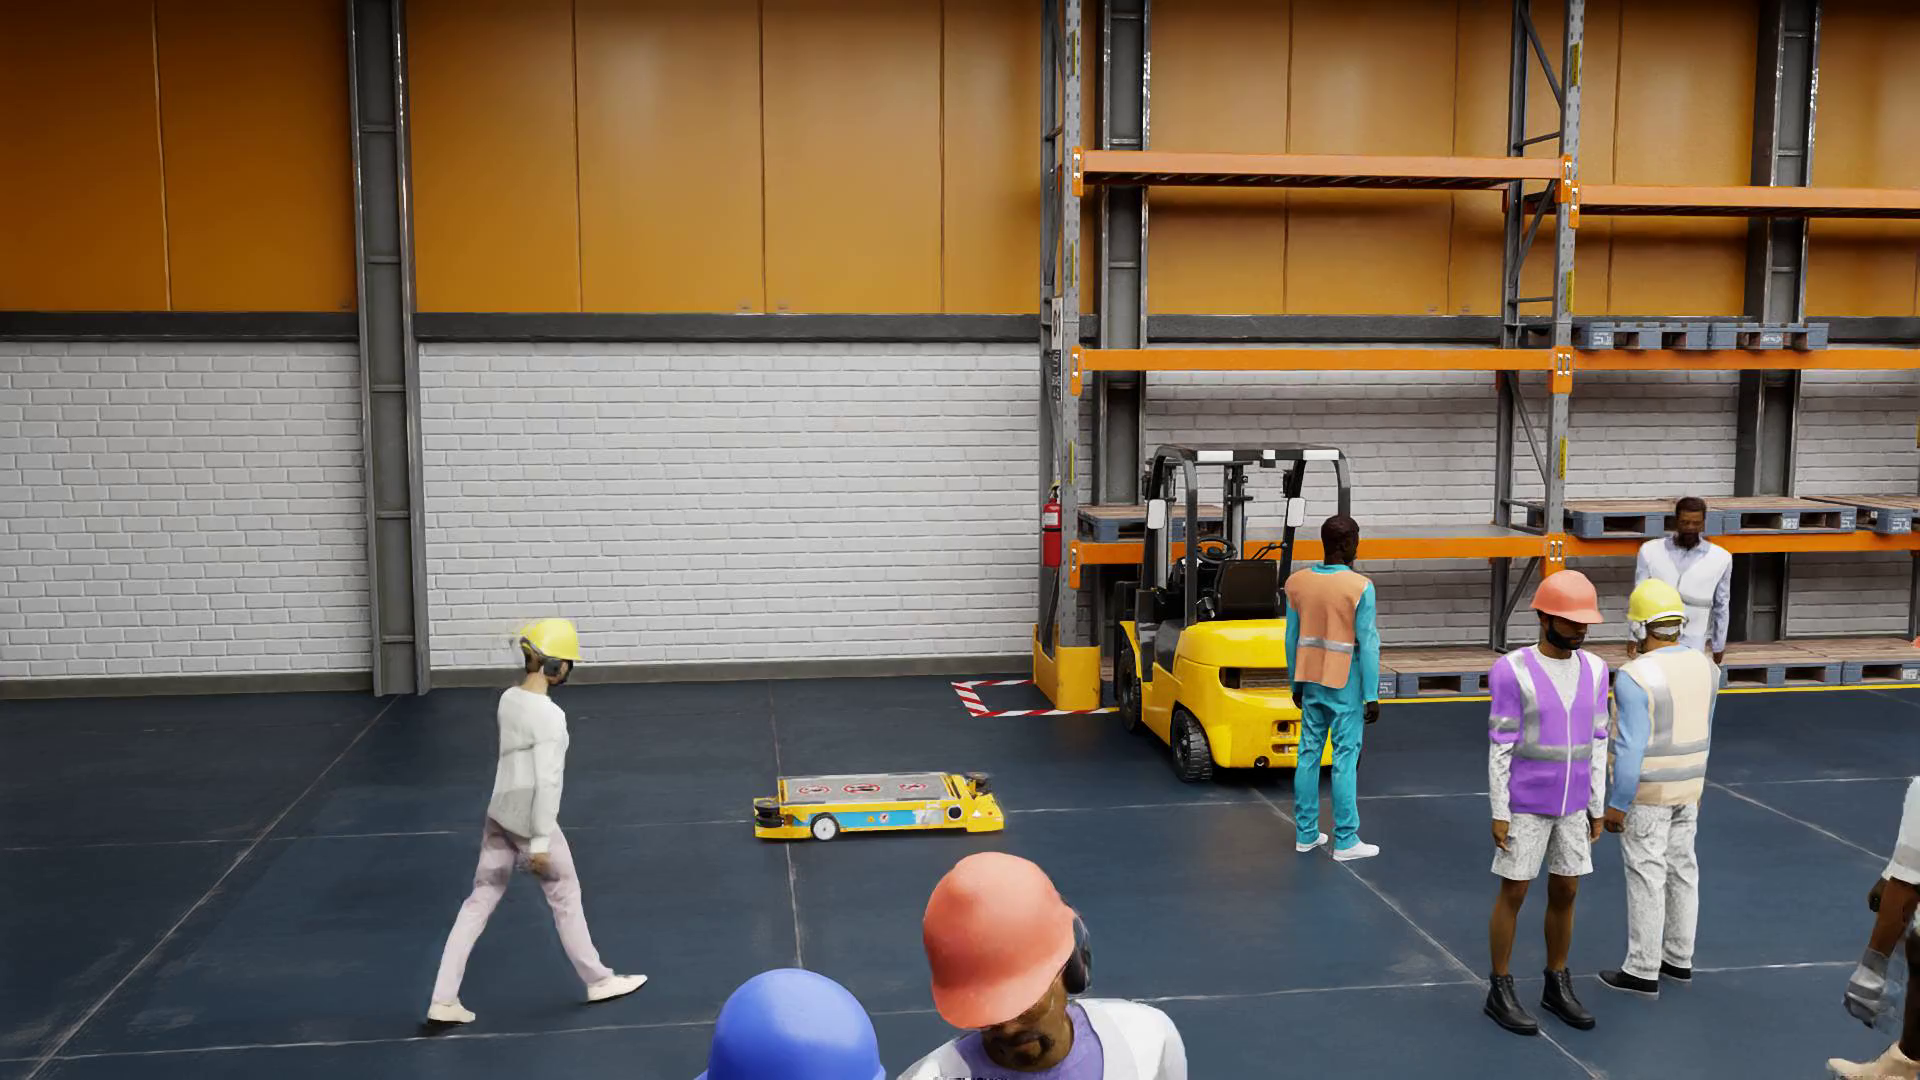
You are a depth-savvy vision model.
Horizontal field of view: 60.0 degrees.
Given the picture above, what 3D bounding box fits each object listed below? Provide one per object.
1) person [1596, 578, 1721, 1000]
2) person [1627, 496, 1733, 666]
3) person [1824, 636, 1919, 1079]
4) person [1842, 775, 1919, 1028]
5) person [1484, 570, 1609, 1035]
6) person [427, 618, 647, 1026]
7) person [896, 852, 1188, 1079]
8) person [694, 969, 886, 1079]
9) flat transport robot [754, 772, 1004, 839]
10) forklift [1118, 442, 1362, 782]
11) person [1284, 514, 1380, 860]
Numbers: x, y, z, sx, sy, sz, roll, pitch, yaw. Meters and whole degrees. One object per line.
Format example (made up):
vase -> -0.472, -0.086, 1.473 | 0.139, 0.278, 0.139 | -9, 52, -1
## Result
person -> 3.032, 1.081, 7.276 | 0.591, 1.829, 0.404 | -4, 8, -31
person -> 4.815, 0.621, 11.115 | 0.597, 1.879, 0.970 | 4, 8, 30
person -> 3.480, 1.155, 5.925 | 0.888, 1.998, 0.600 | 6, 9, 42
person -> 3.072, 1.276, 5.075 | 0.681, 1.937, 0.483 | -3, 7, -28
person -> 2.447, 1.078, 6.878 | 0.547, 1.929, 0.387 | -2, 7, -13
person -> -1.819, 1.180, 6.967 | 0.942, 1.704, 0.574 | -6, 9, -41
person -> 0.154, 1.495, 2.914 | 0.681, 2.011, 0.519 | -3, 7, -27
person -> -0.194, 1.578, 2.460 | 0.416, 1.939, 0.604 | 3, 7, 26
flat transport robot -> -0.497, 1.559, 9.845 | 1.431, 0.197, 0.652 | -1, 7, -7
forklift -> 1.912, 0.418, 11.496 | 1.214, 2.155, 2.313 | -1, 7, -8
person -> 2.063, 0.815, 9.245 | 0.390, 1.913, 0.587 | -6, 9, -42
